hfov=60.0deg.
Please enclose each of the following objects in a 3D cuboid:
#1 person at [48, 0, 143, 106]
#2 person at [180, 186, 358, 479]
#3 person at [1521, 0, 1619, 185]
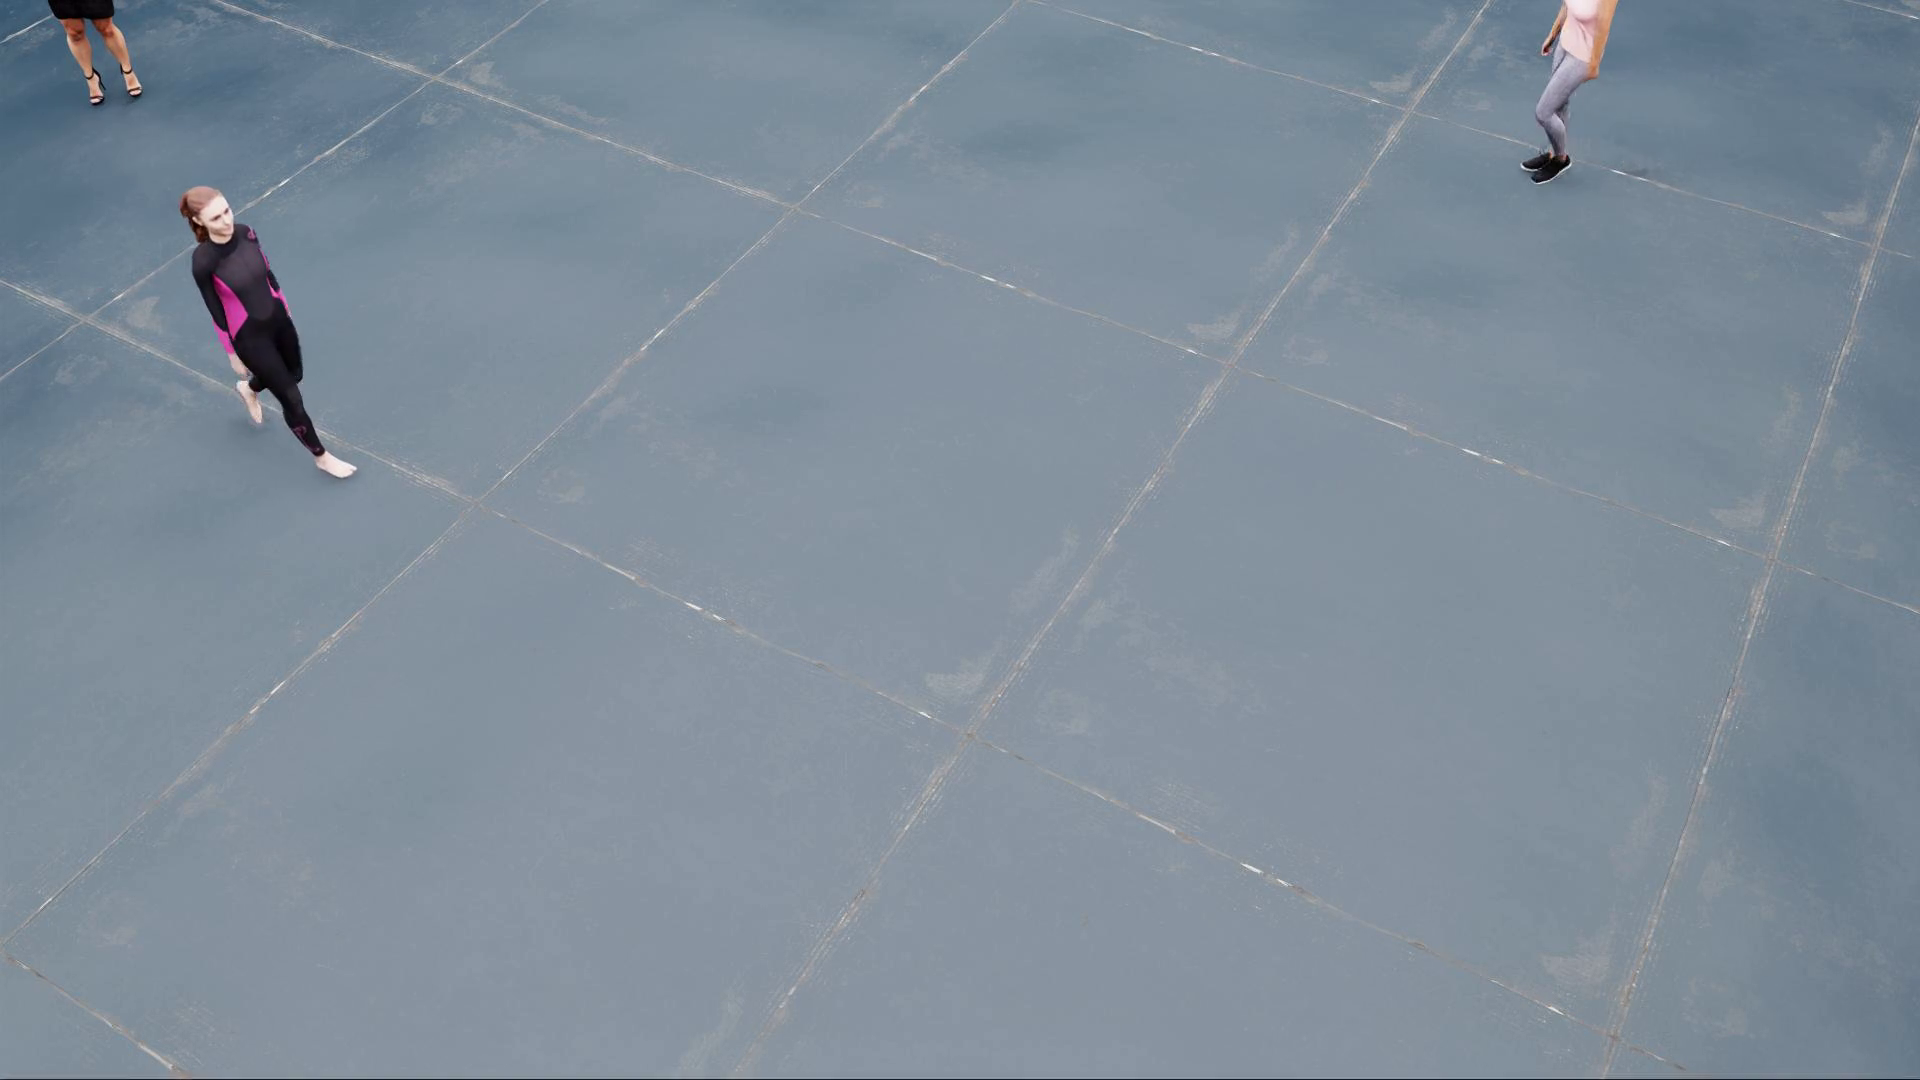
[{"bbox_3d":[-5.740,-3.618,10.744,0.763,1.716,0.810,-15,49,-13],"label":"person"},{"bbox_3d":[-3.569,-1.057,8.370,1.009,1.725,0.564,22,51,19],"label":"person"},{"bbox_3d":[3.843,-2.979,10.156,0.730,1.712,0.681,-4,47,-4],"label":"person"}]
